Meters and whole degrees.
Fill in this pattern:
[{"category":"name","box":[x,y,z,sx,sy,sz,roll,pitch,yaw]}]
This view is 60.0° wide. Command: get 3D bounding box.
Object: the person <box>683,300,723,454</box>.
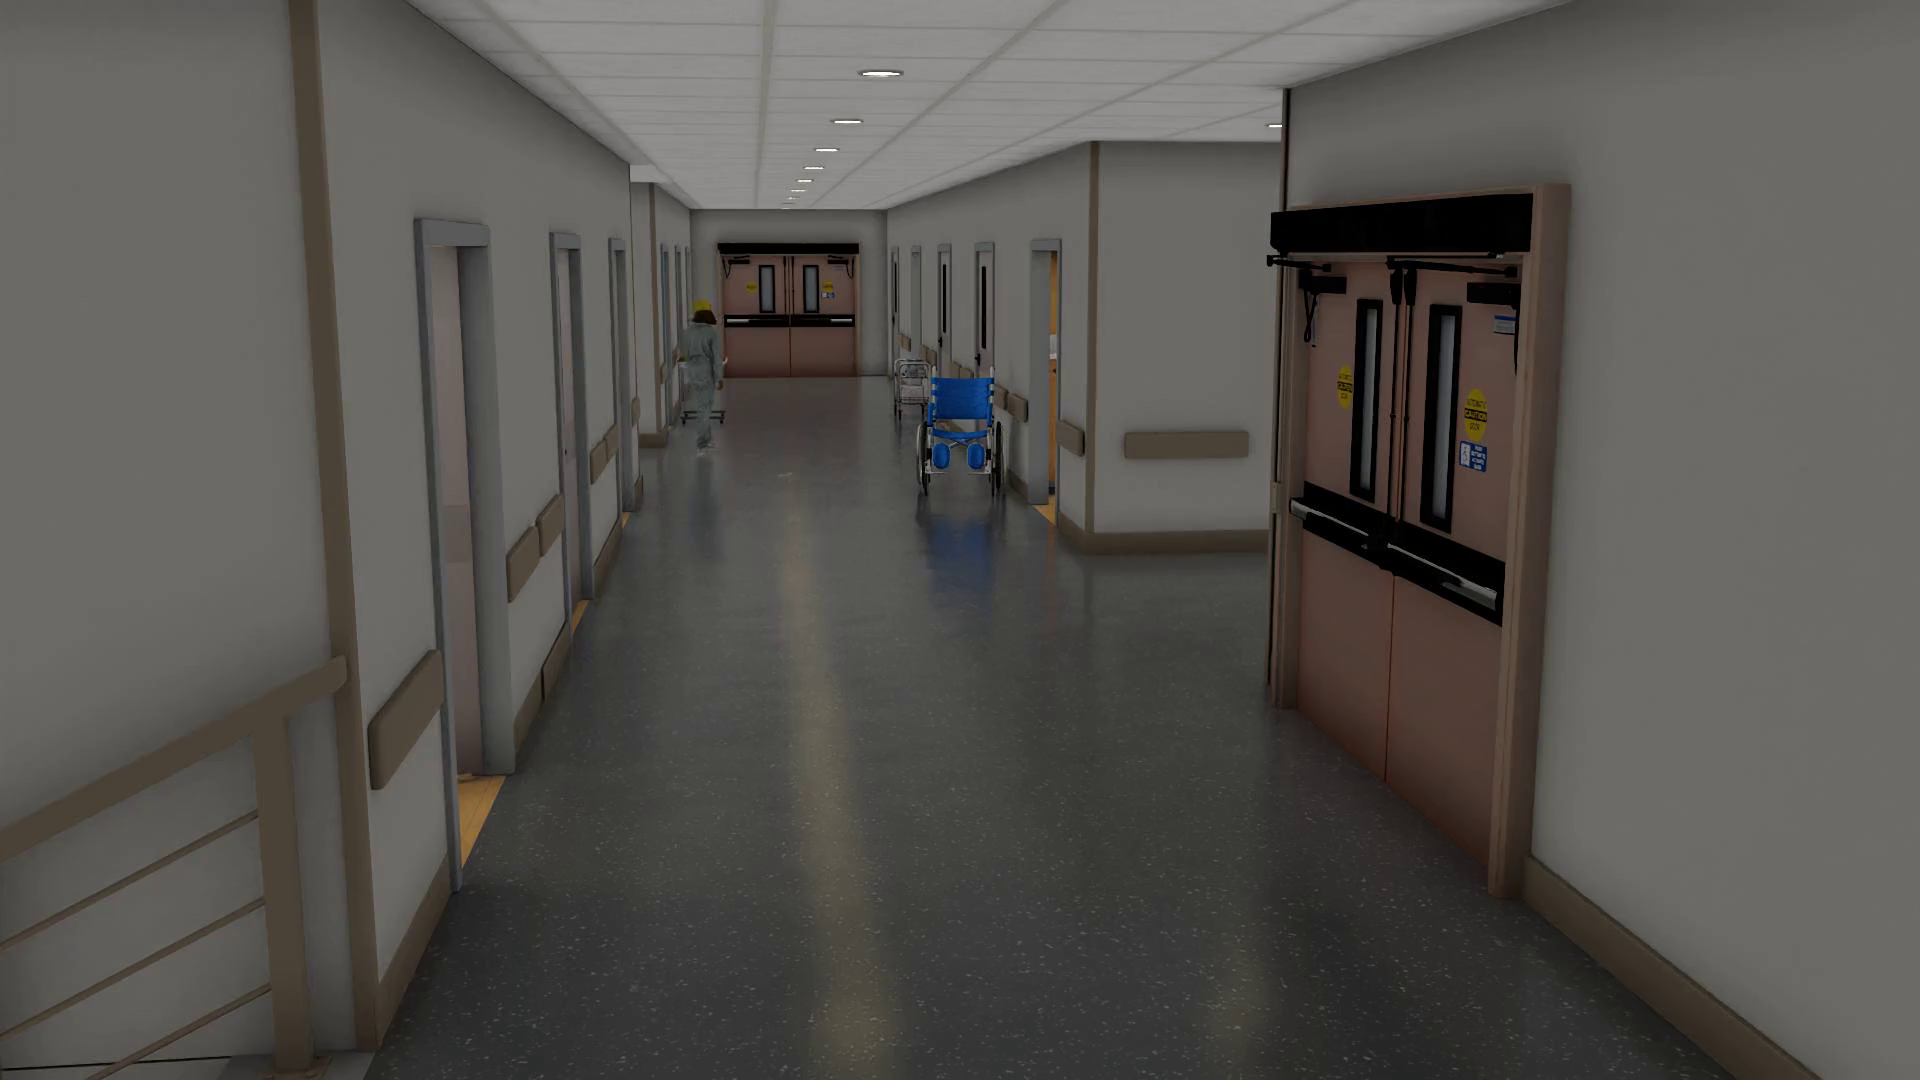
[{"category":"person","box":[-2.868,-1.836,18.701,0.527,1.698,0.694,5,11,25]}]
